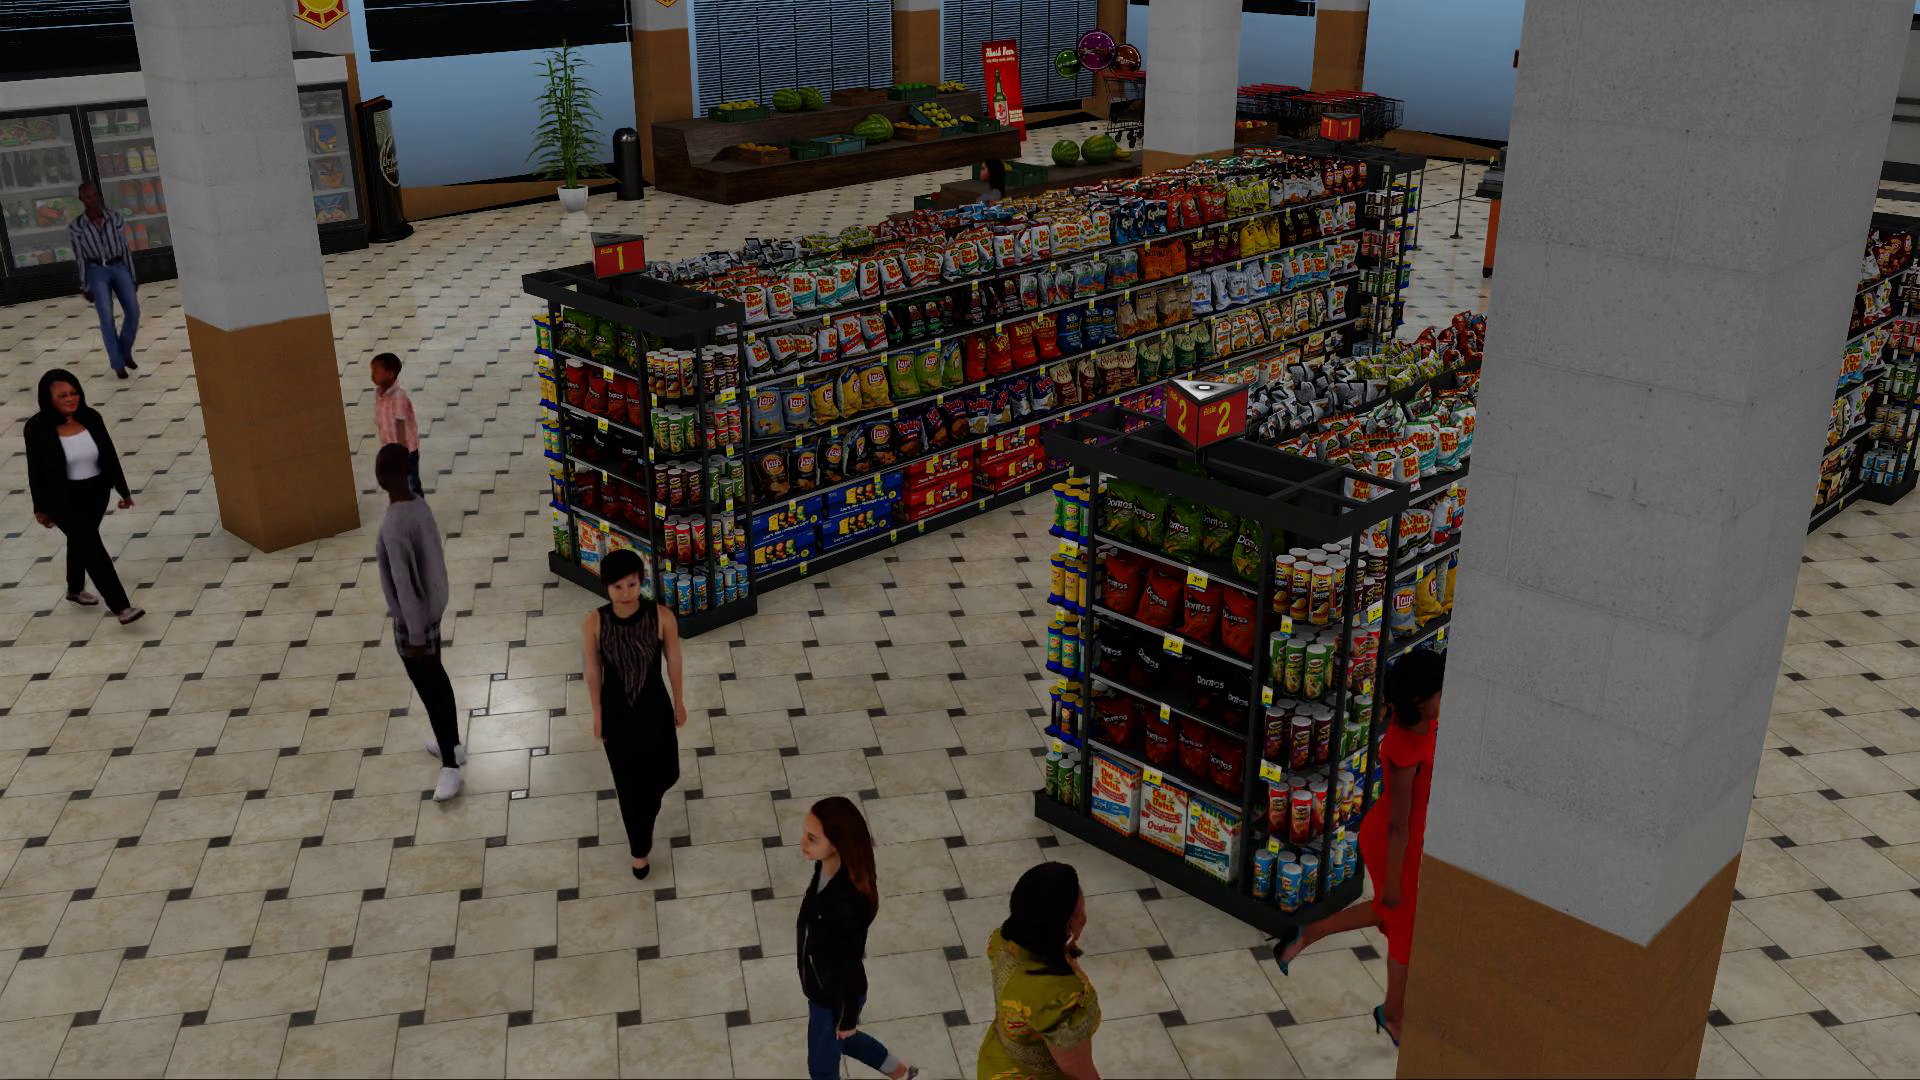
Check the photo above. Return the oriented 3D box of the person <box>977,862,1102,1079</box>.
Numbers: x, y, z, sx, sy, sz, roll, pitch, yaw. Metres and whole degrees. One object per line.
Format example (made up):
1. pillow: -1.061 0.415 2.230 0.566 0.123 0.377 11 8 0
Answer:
1. person: 0.161 1.734 5.080 0.942 1.644 0.903 -4 22 -9

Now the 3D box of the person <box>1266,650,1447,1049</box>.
1. person: 1.578 1.188 6.329 0.876 1.725 0.941 7 23 18

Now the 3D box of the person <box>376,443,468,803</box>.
1. person: -2.643 0.397 8.259 0.871 1.755 0.856 -6 23 -14

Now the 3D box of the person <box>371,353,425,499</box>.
1. person: -3.827 -0.672 11.533 0.546 1.298 0.539 16 27 34

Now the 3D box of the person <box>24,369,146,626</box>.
1. person: -5.417 -0.256 10.134 0.928 1.568 1.106 12 25 27

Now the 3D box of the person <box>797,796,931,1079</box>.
1. person: -0.383 1.528 5.821 0.934 1.473 0.808 -6 23 -14

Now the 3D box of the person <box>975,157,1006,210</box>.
1. person: 0.362 -2.844 16.300 0.902 1.773 0.826 -2 22 -5

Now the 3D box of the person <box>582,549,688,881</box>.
1. person: -1.484 0.753 7.597 0.836 1.587 0.859 -5 22 -11

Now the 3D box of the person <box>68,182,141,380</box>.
1. person: -7.746 -2.348 15.056 0.547 1.781 0.713 -20 29 -40
